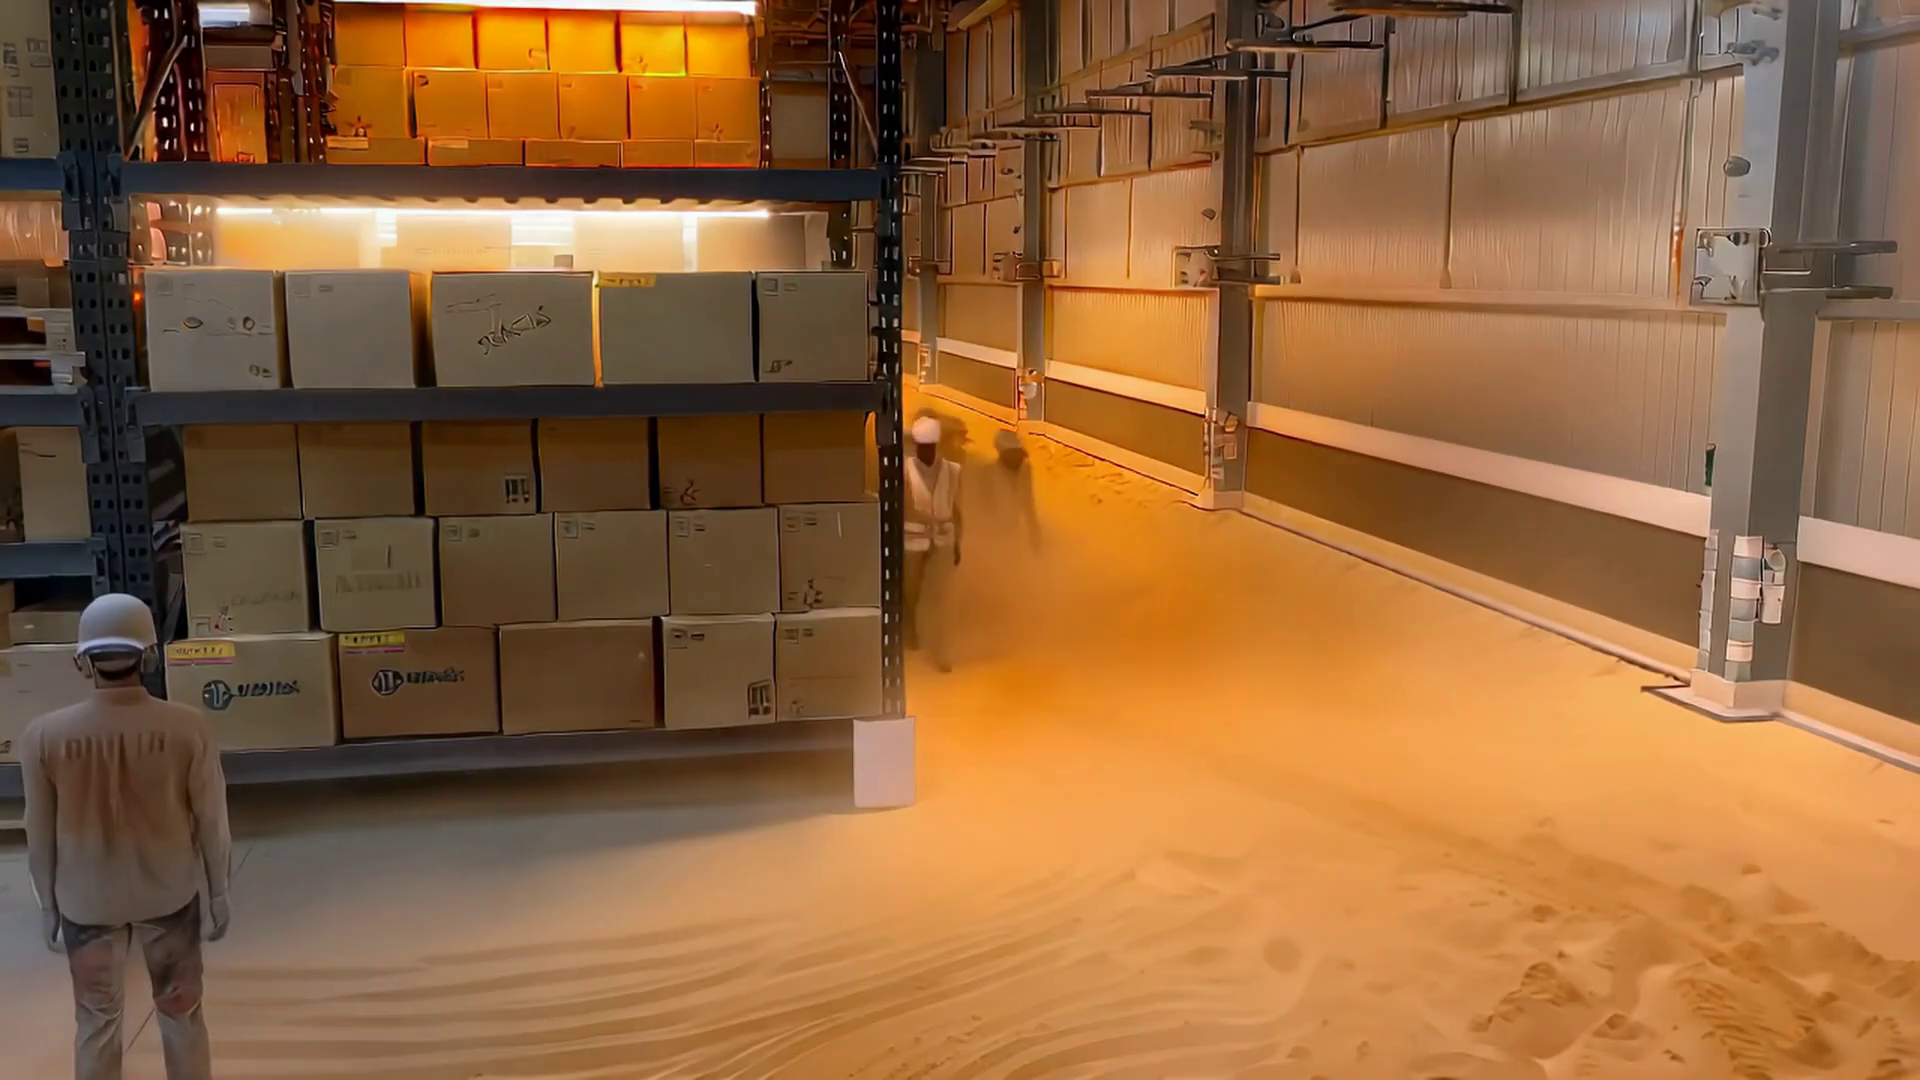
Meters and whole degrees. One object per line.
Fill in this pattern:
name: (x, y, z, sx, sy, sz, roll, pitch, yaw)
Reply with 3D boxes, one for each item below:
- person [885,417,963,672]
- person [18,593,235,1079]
person: (-0.287, -0.004, 12.787, 0.625, 1.913, 0.947, -2, 10, -13)
person: (-2.716, 1.159, 5.480, 0.608, 1.987, 0.405, -4, 10, -21)
